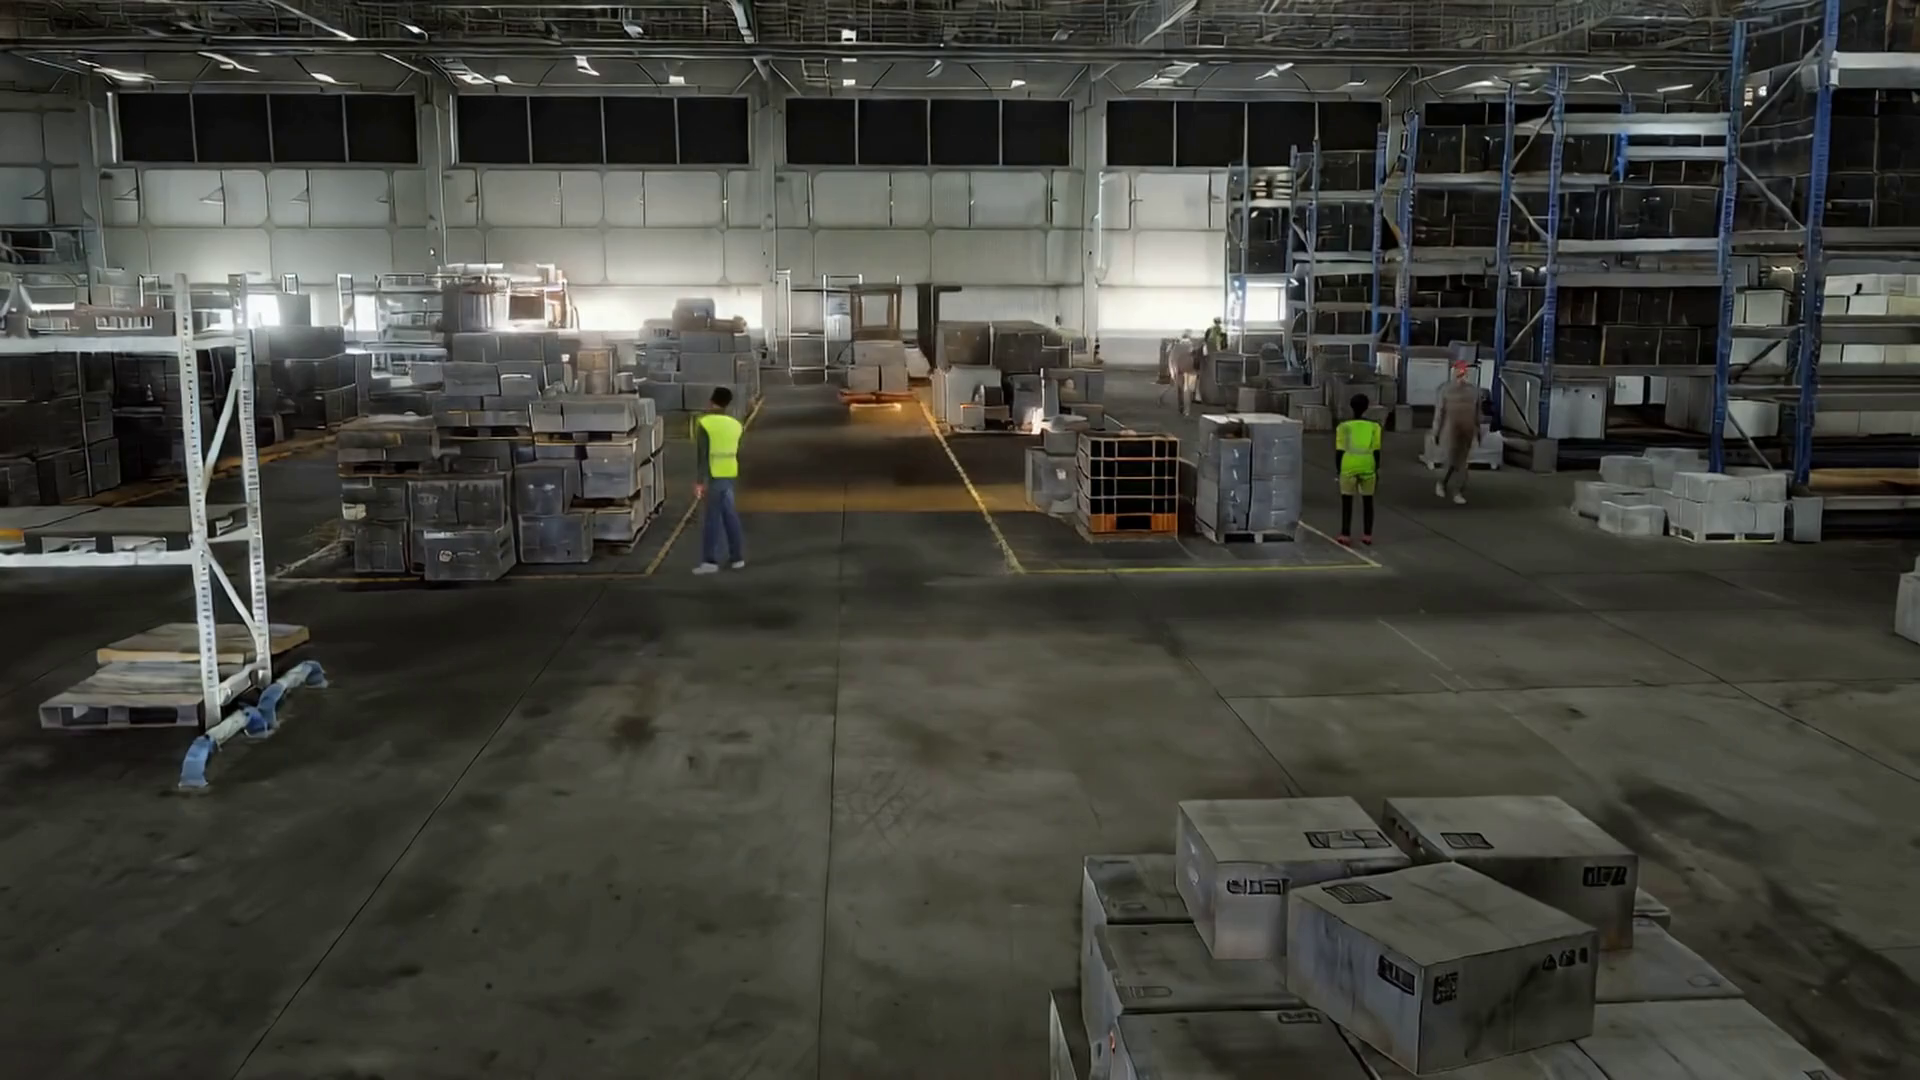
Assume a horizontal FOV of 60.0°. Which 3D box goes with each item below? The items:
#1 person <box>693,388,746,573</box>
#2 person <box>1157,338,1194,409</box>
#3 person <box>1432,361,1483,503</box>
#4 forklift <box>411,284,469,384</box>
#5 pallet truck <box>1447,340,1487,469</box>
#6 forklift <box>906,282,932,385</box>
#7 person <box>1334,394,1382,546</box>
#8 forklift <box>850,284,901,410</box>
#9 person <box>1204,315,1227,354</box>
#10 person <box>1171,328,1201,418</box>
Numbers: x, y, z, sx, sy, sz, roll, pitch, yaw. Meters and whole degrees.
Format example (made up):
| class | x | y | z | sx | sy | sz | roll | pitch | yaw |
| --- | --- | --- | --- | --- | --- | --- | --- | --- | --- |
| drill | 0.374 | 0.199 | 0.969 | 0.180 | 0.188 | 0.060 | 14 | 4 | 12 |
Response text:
| class | x | y | z | sx | sy | sz | roll | pitch | yaw |
| --- | --- | --- | --- | --- | --- | --- | --- | --- | --- |
| person | -2.476 | -0.600 | 17.000 | 0.381 | 1.866 | 0.732 | 7 | 11 | 36 |
| person | 4.881 | -3.784 | 37.783 | 0.829 | 1.606 | 0.524 | 1 | 9 | 9 |
| person | 6.633 | -1.443 | 22.173 | 0.675 | 1.890 | 0.474 | -1 | 9 | -4 |
| forklift | -11.011 | -4.207 | 36.446 | 1.873 | 2.768 | 1.129 | -1 | 9 | -4 |
| pallet truck | 8.004 | -2.170 | 26.422 | 0.823 | 1.965 | 1.885 | 2 | 9 | 14 |
| forklift | -0.973 | -5.559 | 44.933 | 1.873 | 2.768 | 1.129 | -1 | 9 | -4 |
| person | 4.442 | -0.779 | 18.618 | 0.541 | 1.698 | 0.315 | -1 | 9 | -5 |
| forklift | -1.923 | -4.386 | 37.569 | 1.129 | 2.768 | 1.873 | -1 | 9 | -4 |
| person | 6.696 | -4.884 | 43.465 | 0.616 | 1.993 | 0.395 | 5 | 11 | 31 |
| person | 4.791 | -3.556 | 35.372 | 0.636 | 1.917 | 0.716 | 1 | 9 | 4 |
